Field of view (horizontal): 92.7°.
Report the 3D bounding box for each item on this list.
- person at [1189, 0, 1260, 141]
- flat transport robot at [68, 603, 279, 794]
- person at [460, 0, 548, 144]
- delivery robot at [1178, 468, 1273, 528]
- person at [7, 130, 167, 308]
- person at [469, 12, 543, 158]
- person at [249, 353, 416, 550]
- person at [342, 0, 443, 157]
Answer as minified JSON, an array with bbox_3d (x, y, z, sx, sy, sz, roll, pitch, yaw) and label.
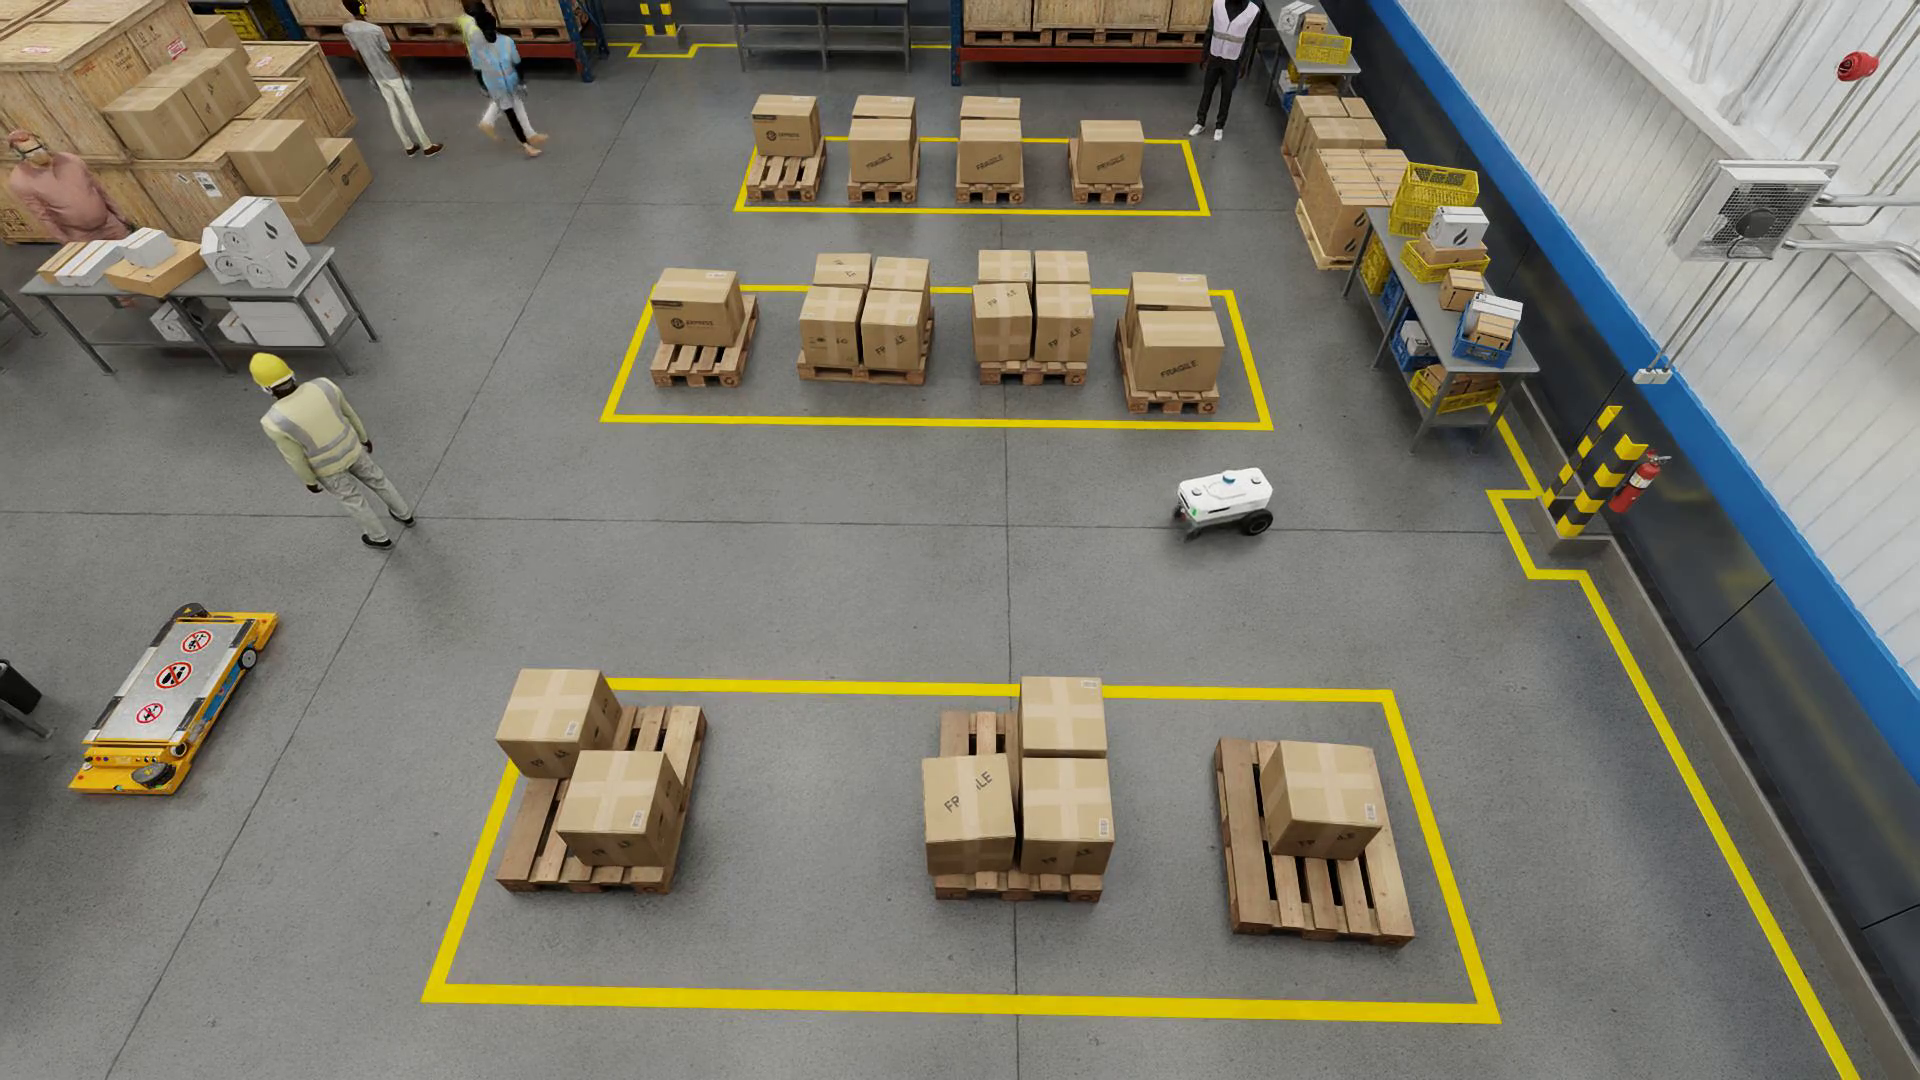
[{"bbox_3d":[3.266,-5.953,11.315,0.596,1.918,0.380,20,53,16],"label":"person"},{"bbox_3d":[-5.504,1.072,6.442,0.652,0.197,1.431,1,50,1],"label":"flat transport robot"},{"bbox_3d":[-5.711,-5.712,11.176,0.704,1.816,0.648,-20,53,-16],"label":"person"},{"bbox_3d":[2.130,-0.362,7.411,0.707,0.478,0.477,-11,51,-9],"label":"delivery robot"},{"bbox_3d":[-8.344,-2.996,8.821,0.403,1.906,0.652,21,53,17],"label":"person"},{"bbox_3d":[-5.549,-5.544,11.137,0.538,1.651,0.822,-34,58,-26],"label":"person"},{"bbox_3d":[-4.709,-0.640,6.874,0.404,1.832,0.592,19,52,15],"label":"person"},{"bbox_3d":[-6.868,-5.563,11.016,0.508,1.872,0.328,4,50,3],"label":"person"}]
